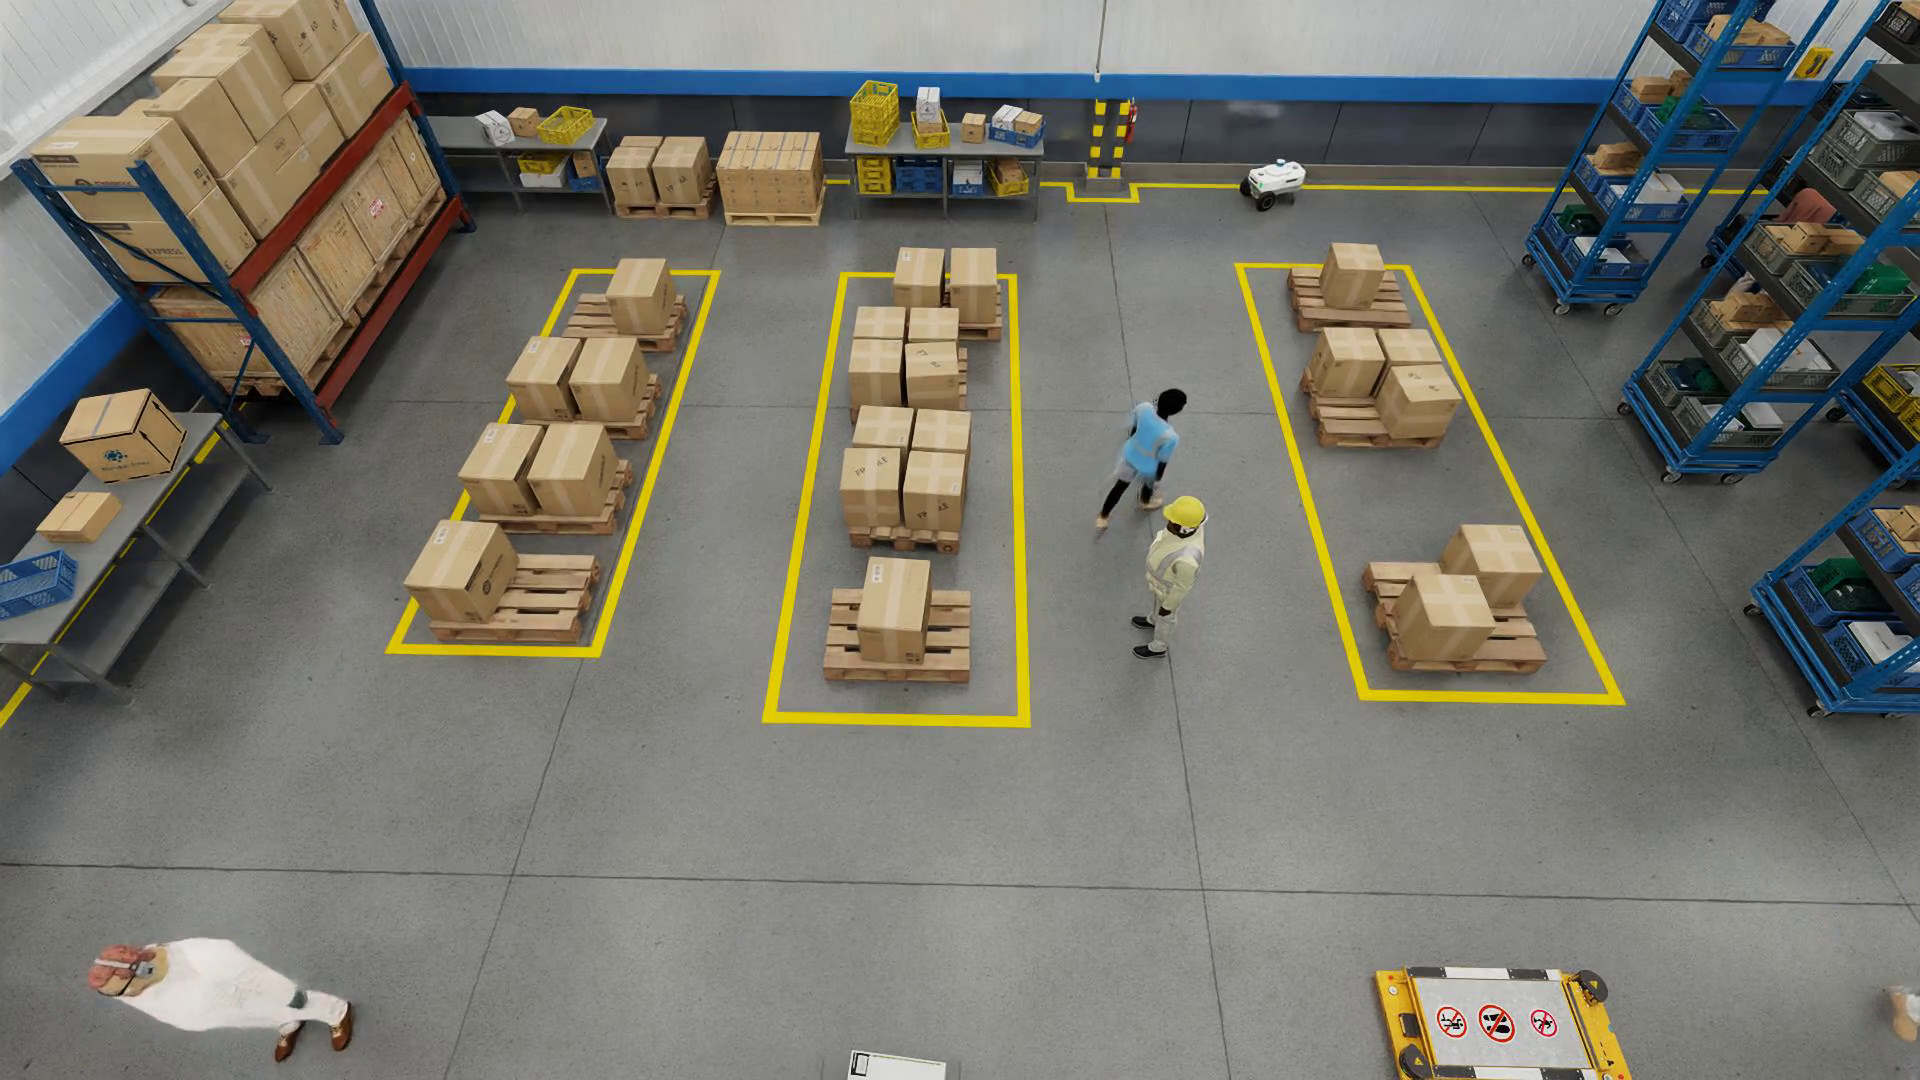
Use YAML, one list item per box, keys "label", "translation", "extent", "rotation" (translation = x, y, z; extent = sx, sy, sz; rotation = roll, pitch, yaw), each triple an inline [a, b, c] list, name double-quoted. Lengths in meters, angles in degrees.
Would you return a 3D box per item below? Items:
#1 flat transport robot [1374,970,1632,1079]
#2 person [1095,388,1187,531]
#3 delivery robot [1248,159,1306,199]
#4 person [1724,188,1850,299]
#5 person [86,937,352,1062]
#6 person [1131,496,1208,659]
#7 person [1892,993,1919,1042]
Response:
- label: "flat transport robot"
  translation: [3.501, 3.133, 5.914]
  extent: [1.431, 0.197, 0.652]
  rotation: [1, 51, 1]
- label: "person"
  translation: [1.596, -0.689, 8.149]
  extent: [0.821, 1.654, 0.581]
  rotation: [-28, 56, -21]
- label: "delivery robot"
  translation: [4.188, -4.796, 12.137]
  extent: [0.707, 0.478, 0.477]
  rotation: [-16, 53, -12]
- label: "person"
  translation: [8.989, -3.127, 9.924]
  extent: [0.412, 1.983, 0.619]
  rotation: [-19, 53, -15]
- label: "person"
  translation: [-4.198, 2.648, 5.271]
  extent: [0.686, 1.894, 0.400]
  rotation: [-8, 51, -6]
- label: "person"
  translation: [1.643, 0.297, 7.225]
  extent: [0.404, 1.832, 0.594]
  rotation: [5, 51, 4]
- label: "person"
  translation: [6.145, 2.825, 5.200]
  extent: [0.630, 1.800, 0.931]
  rotation: [5, 51, 4]
